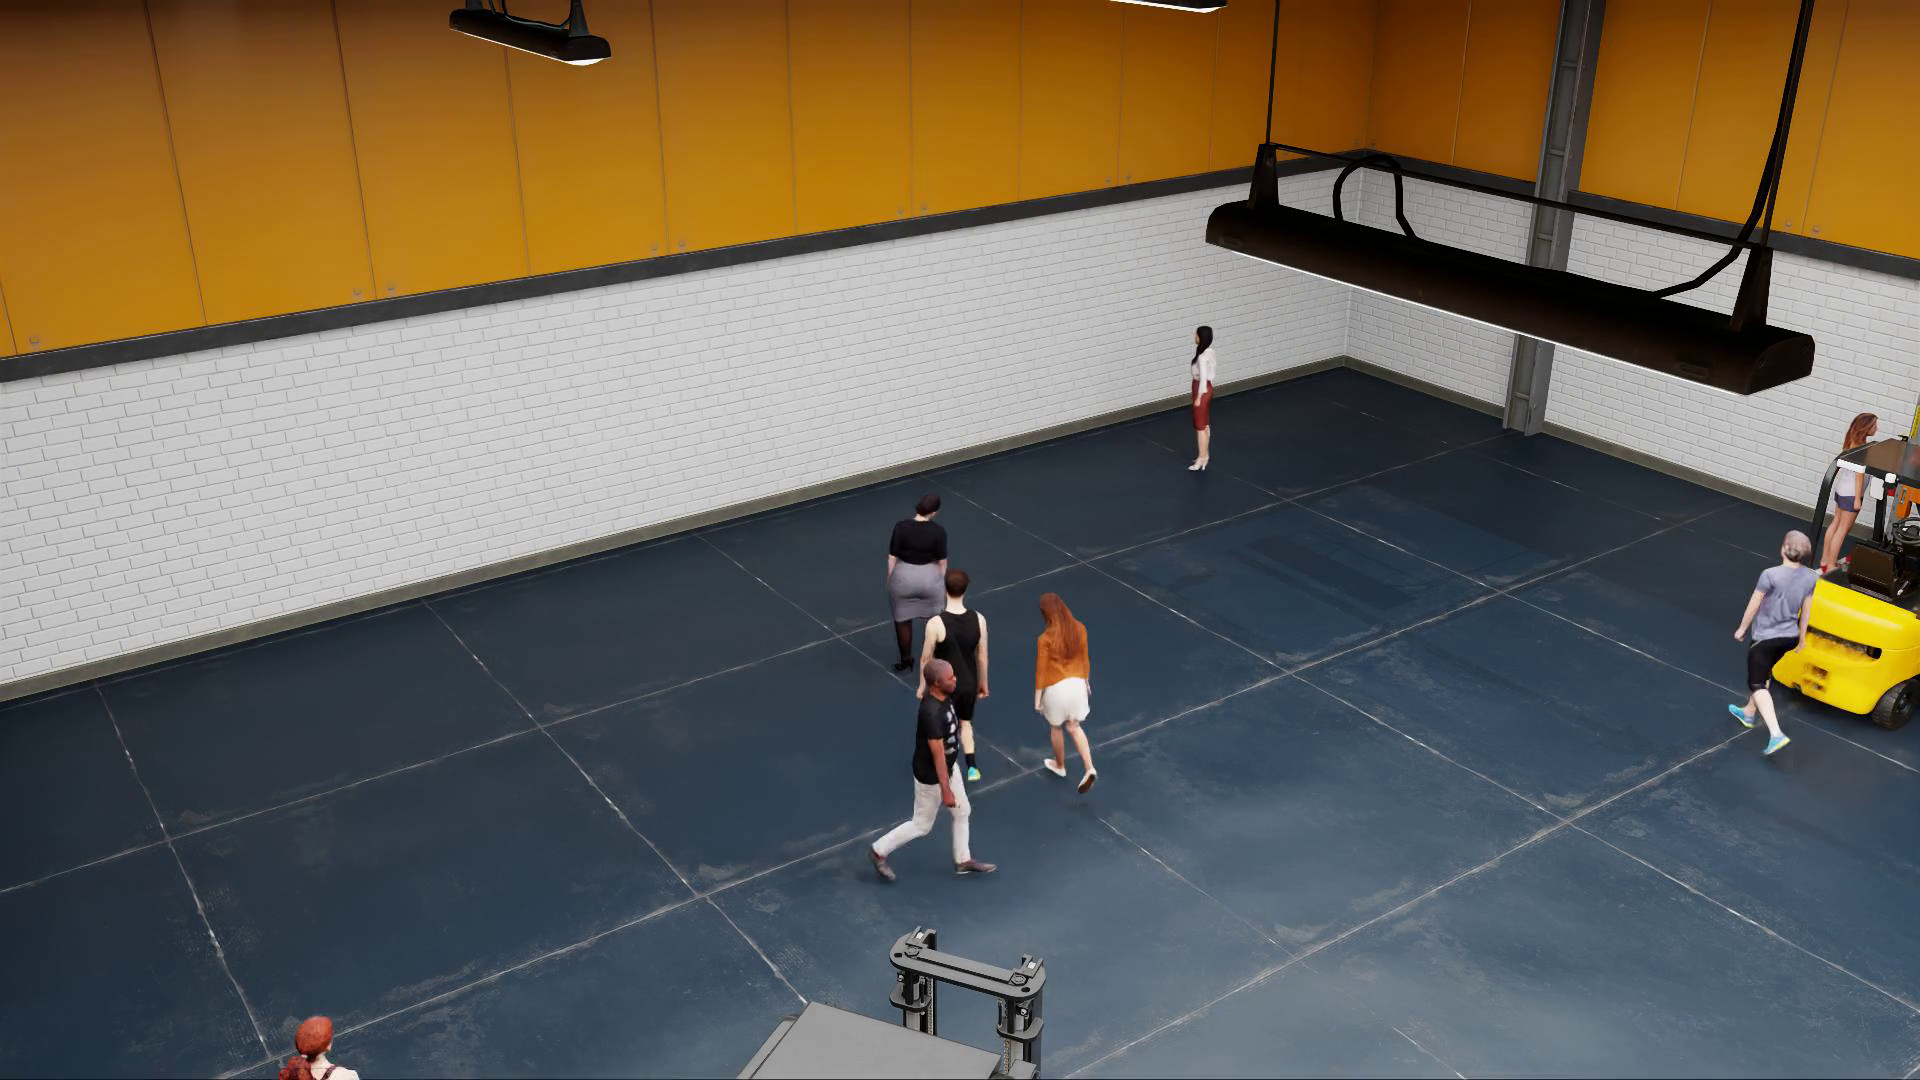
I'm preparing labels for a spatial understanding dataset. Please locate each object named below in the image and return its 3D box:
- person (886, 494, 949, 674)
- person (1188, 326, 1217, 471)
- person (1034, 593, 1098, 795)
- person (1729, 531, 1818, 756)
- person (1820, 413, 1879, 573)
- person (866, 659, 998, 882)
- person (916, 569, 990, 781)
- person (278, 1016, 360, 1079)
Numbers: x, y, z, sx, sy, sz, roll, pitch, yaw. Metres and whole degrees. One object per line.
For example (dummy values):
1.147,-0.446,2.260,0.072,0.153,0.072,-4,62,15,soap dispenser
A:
-0.412,0.410,14.924,0.843,1.726,0.860,-9,25,-20,person
2.863,-1.680,19.676,0.697,1.749,0.680,9,25,19,person
0.863,1.239,13.094,0.759,1.672,1.012,-9,25,-20,person
6.758,0.866,13.721,0.942,1.854,1.236,-5,24,-12,person
9.061,-0.481,16.953,0.733,1.733,0.683,6,24,12,person
-0.263,1.686,11.940,1.215,1.778,1.161,4,24,8,person
-0.011,1.167,13.007,0.758,1.875,0.765,-11,26,-24,person
-3.192,3.245,8.422,0.918,1.739,1.233,-5,24,-11,person
